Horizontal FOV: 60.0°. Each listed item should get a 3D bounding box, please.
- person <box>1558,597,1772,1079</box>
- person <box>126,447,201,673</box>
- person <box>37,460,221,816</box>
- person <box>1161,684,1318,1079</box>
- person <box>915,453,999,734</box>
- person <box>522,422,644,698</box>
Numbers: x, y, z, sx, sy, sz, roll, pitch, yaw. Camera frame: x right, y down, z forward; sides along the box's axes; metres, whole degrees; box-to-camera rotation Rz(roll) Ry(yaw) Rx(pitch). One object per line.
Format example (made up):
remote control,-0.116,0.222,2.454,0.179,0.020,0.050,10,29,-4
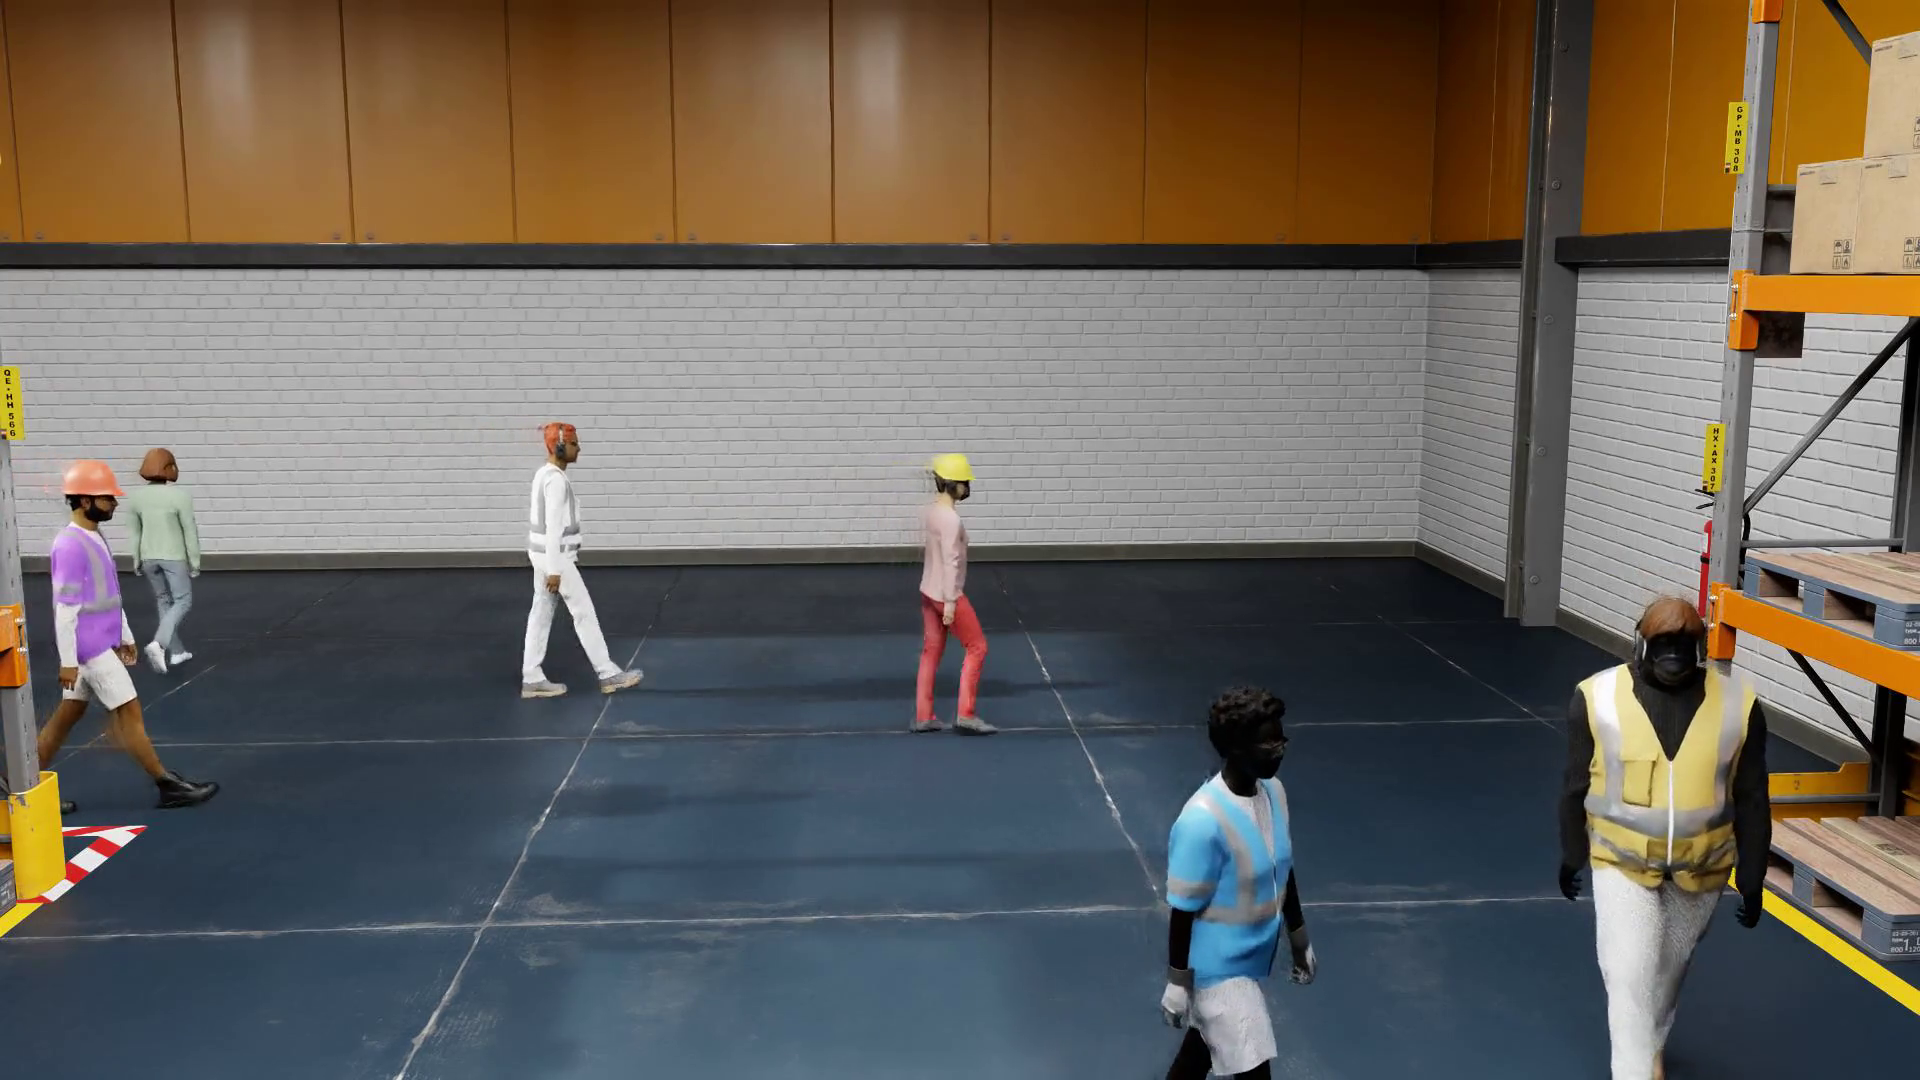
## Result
person,2.337,1.068,5.541,0.639,1.797,0.945,2,9,14
person,-5.703,0.143,11.896,0.517,1.614,0.684,1,9,7
person,-4.511,0.520,8.701,1.017,1.882,0.566,-3,10,-18
person,0.885,1.242,4.828,0.836,1.652,0.557,6,11,34
person,-0.014,0.338,10.252,0.606,1.749,0.536,-3,10,-21
person,-2.568,0.136,11.191,0.896,1.848,0.611,-4,10,-22
